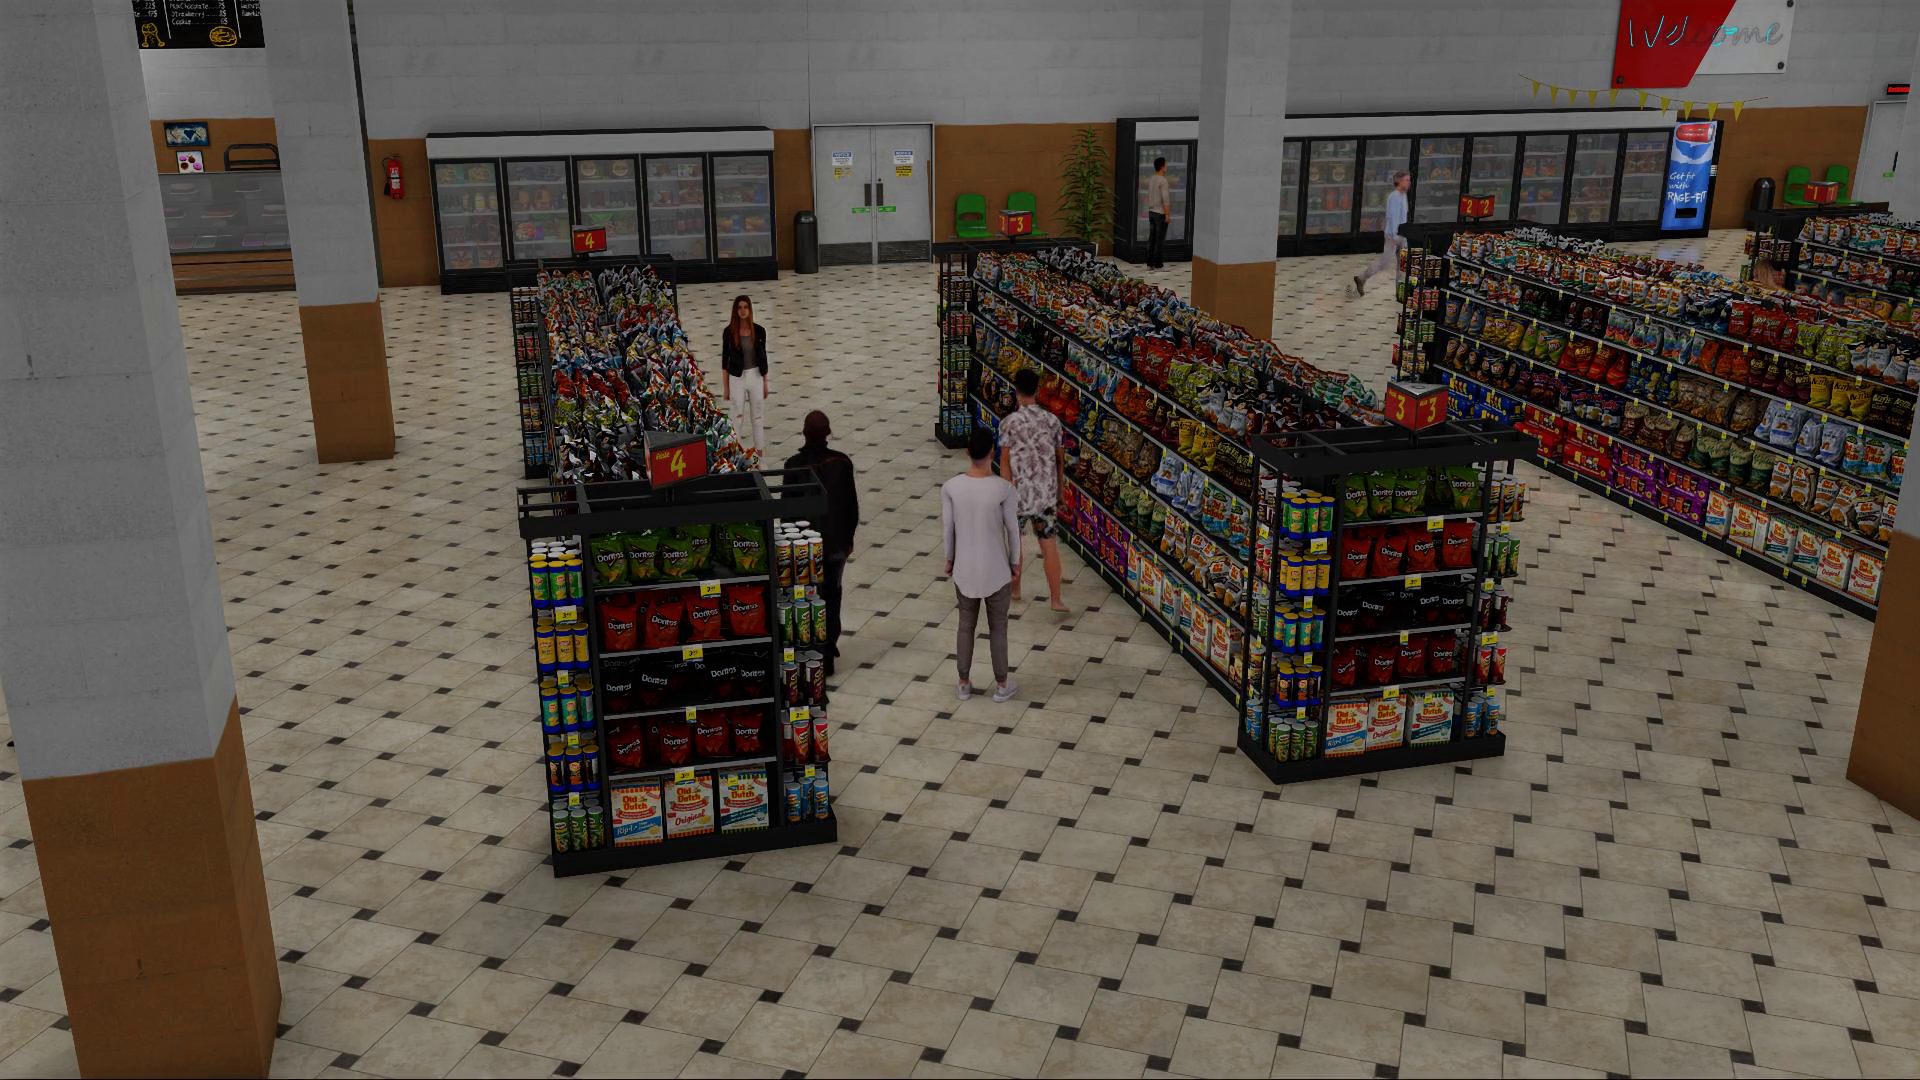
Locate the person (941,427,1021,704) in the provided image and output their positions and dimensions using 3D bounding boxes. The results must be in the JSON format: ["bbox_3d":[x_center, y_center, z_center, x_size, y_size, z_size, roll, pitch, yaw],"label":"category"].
[{"bbox_3d":[0.144,0.158,10.722,0.751,1.841,0.736,4,19,12],"label":"person"}]

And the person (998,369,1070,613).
[{"bbox_3d":[0.546,-0.314,12.228,0.674,1.774,0.964,-5,19,-13],"label":"person"}]

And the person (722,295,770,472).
[{"bbox_3d":[-2.036,-1.486,15.811,0.586,1.704,0.509,-5,19,-13],"label":"person"}]

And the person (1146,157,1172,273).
[{"bbox_3d":[3.189,-5.249,26.803,0.757,1.812,0.573,-10,21,-27],"label":"person"}]

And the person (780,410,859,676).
[{"bbox_3d":[-0.922,0.050,11.093,0.703,1.808,0.708,-5,19,-15],"label":"person"}]

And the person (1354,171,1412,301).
[{"bbox_3d":[6.256,-4.422,24.260,1.222,1.870,1.115,12,22,31],"label":"person"}]
